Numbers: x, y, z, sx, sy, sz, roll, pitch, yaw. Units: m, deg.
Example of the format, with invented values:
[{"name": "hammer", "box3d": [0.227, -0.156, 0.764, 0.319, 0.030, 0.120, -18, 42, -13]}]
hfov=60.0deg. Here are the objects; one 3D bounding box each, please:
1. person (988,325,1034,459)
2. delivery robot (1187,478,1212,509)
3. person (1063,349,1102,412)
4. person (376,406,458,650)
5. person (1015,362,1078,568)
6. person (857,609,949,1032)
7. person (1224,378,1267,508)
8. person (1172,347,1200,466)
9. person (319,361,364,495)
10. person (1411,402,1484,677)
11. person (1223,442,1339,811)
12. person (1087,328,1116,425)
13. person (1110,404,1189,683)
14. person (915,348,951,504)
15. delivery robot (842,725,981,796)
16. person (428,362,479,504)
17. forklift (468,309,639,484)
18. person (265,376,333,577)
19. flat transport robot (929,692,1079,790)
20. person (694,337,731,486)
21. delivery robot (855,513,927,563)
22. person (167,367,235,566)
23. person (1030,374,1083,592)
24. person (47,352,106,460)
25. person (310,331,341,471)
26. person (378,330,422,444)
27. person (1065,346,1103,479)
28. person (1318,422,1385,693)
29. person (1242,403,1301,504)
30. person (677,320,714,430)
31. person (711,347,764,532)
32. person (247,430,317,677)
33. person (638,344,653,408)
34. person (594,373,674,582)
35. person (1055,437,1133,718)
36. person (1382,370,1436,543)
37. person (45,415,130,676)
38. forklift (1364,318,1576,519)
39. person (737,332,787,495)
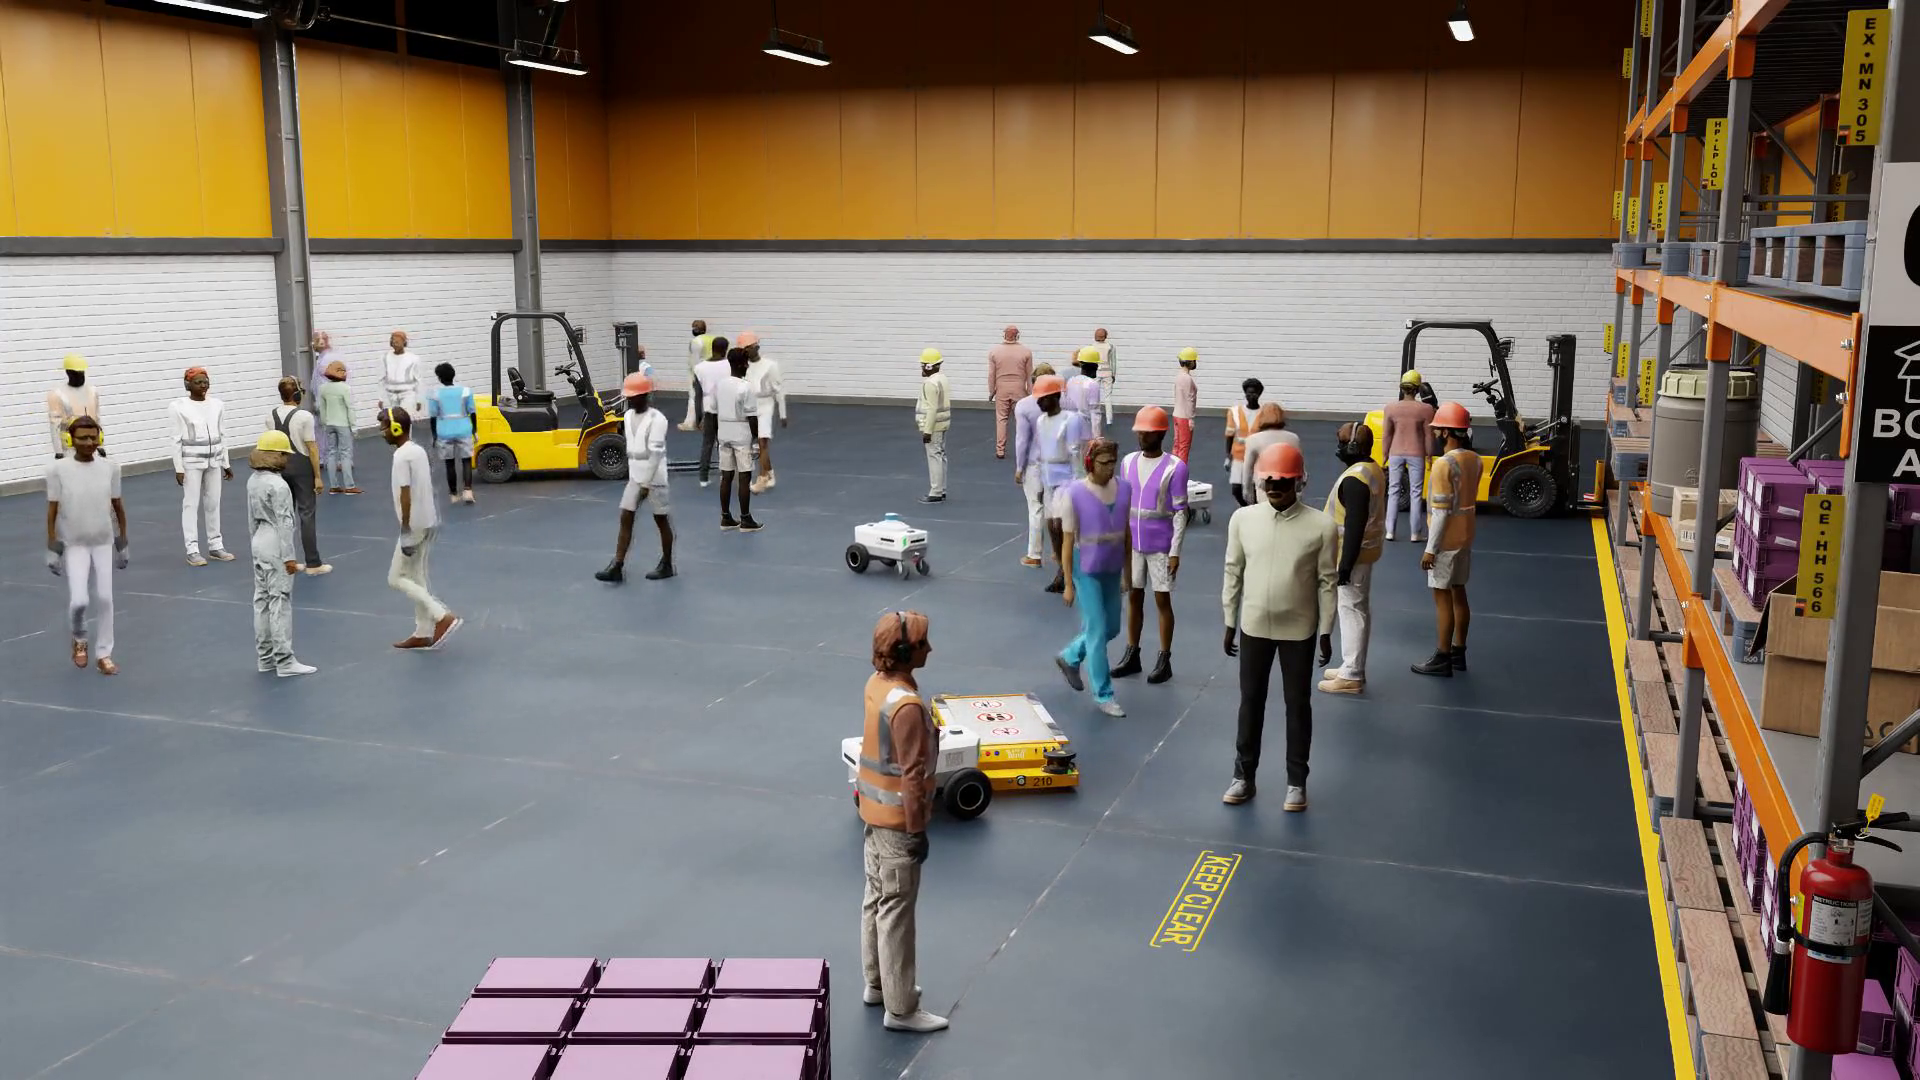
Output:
[{"name": "person", "box3d": [0.724, -2.101, 23.631, 0.652, 1.906, 0.403, 1, 10, 4]}, {"name": "delivery robot", "box3d": [2.414, -0.490, 18.096, 0.707, 0.478, 0.477, -9, 13, -40]}, {"name": "person", "box3d": [1.679, -1.861, 23.189, 0.502, 1.589, 0.870, 7, 12, 35]}, {"name": "person", "box3d": [-4.080, -0.076, 12.410, 0.503, 1.836, 0.571, 0, 10, 1]}, {"name": "person", "box3d": [0.797, -0.699, 15.653, 0.630, 1.938, 0.372, -4, 11, -22]}, {"name": "person", "box3d": [-0.241, 1.078, 6.471, 0.315, 1.641, 0.515, -3, 11, -17]}, {"name": "person", "box3d": [3.015, -0.841, 17.152, 0.561, 1.680, 0.459, 3, 11, 17]}, {"name": "person", "box3d": [2.816, -1.513, 20.715, 0.312, 1.768, 0.522, -2, 10, -11]}, {"name": "person", "box3d": [-7.554, -1.365, 20.252, 0.497, 1.633, 0.278, 4, 11, 21]}, {"name": "person", "box3d": [3.429, -0.002, 11.721, 0.359, 1.939, 0.542, 9, 14, 43]}, {"name": "person", "box3d": [1.705, 0.465, 8.926, 0.614, 1.993, 0.395, 4, 11, 23]}, {"name": "person", "box3d": [2.373, -2.741, 27.997, 0.515, 1.636, 0.314, 0, 10, 1]}, {"name": "person", "box3d": [1.312, 0.023, 11.573, 0.543, 1.942, 0.349, 7, 12, 35]}, {"name": "person", "box3d": [-0.321, -1.334, 19.518, 0.404, 1.833, 0.591, 3, 10, 14]}, {"name": "delivery robot", "box3d": [-0.260, 1.152, 8.852, 0.707, 0.478, 0.477, -4, 11, -23]}, {"name": "person", "box3d": [-5.912, -1.232, 19.433, 0.566, 1.672, 0.512, -3, 10, -16]}, {"name": "forklift", "box3d": [-5.354, -1.902, 21.697, 2.313, 2.155, 1.214, -2, 10, -13]}, {"name": "person", "box3d": [-6.081, -0.582, 15.244, 0.507, 1.847, 0.343, 3, 10, 14]}, {"name": "flat transport robot", "box3d": [0.231, 1.163, 9.850, 0.652, 0.197, 1.431, -2, 10, -9]}, {"name": "person", "box3d": [-3.027, -1.613, 20.930, 0.598, 1.889, 0.553, 1, 10, 7]}, {"name": "delivery robot", "box3d": [-0.637, -0.005, 15.369, 0.707, 0.478, 0.477, 9, 14, 42]}, {"name": "person", "box3d": [-7.218, -0.706, 15.845, 0.355, 1.883, 0.574, 6, 12, 31]}, {"name": "person", "box3d": [0.849, -0.491, 14.540, 0.466, 1.910, 0.583, -8, 13, -37]}, {"name": "person", "box3d": [-9.216, -1.007, 17.414, 0.386, 1.924, 0.593, 4, 11, 21]}, {"name": "person", "box3d": [-8.575, -1.844, 22.242, 0.776, 1.878, 0.671, -4, 11, -21]}, {"name": "person", "box3d": [-7.781, -2.000, 23.221, 0.577, 1.861, 0.782, 1, 10, 4]}, {"name": "person", "box3d": [1.381, -1.162, 18.284, 0.384, 1.924, 0.594, -6, 12, -29]}, {"name": "person", "box3d": [2.657, 0.117, 11.322, 0.429, 1.843, 0.633, 4, 11, 21]}, {"name": "person", "box3d": [2.835, -0.463, 15.260, 0.510, 1.588, 0.837, -1, 10, -7]}, {"name": "person", "box3d": [-4.289, -2.679, 27.172, 0.599, 1.837, 0.637, 5, 11, 27]}, {"name": "person", "box3d": [-2.361, -1.070, 17.653, 0.614, 1.963, 0.362, 7, 12, 34]}, {"name": "person", "box3d": [-4.829, 0.091, 11.768, 0.487, 1.735, 0.322, 9, 13, 41]}, {"name": "person", "box3d": [-4.543, -1.955, 23.559, 0.523, 1.638, 0.310, 8, 13, 38]}, {"name": "person", "box3d": [-2.892, -0.534, 14.830, 0.542, 1.894, 0.909, 7, 12, 35]}, {"name": "person", "box3d": [0.854, 0.211, 10.867, 0.574, 1.820, 0.690, -8, 13, -38]}, {"name": "person", "box3d": [4.587, -0.850, 16.995, 0.543, 1.765, 0.336, 5, 11, 26]}, {"name": "person", "box3d": [-6.142, 0.041, 11.714, 0.546, 1.855, 0.427, -9, 14, -43]}, {"name": "forklift", "box3d": [5.787, -1.437, 19.079, 2.313, 2.155, 1.214, 3, 11, 19]}, {"name": "person", "box3d": [-2.488, -1.558, 20.464, 0.638, 1.974, 0.969, 5, 11, 25]}]
